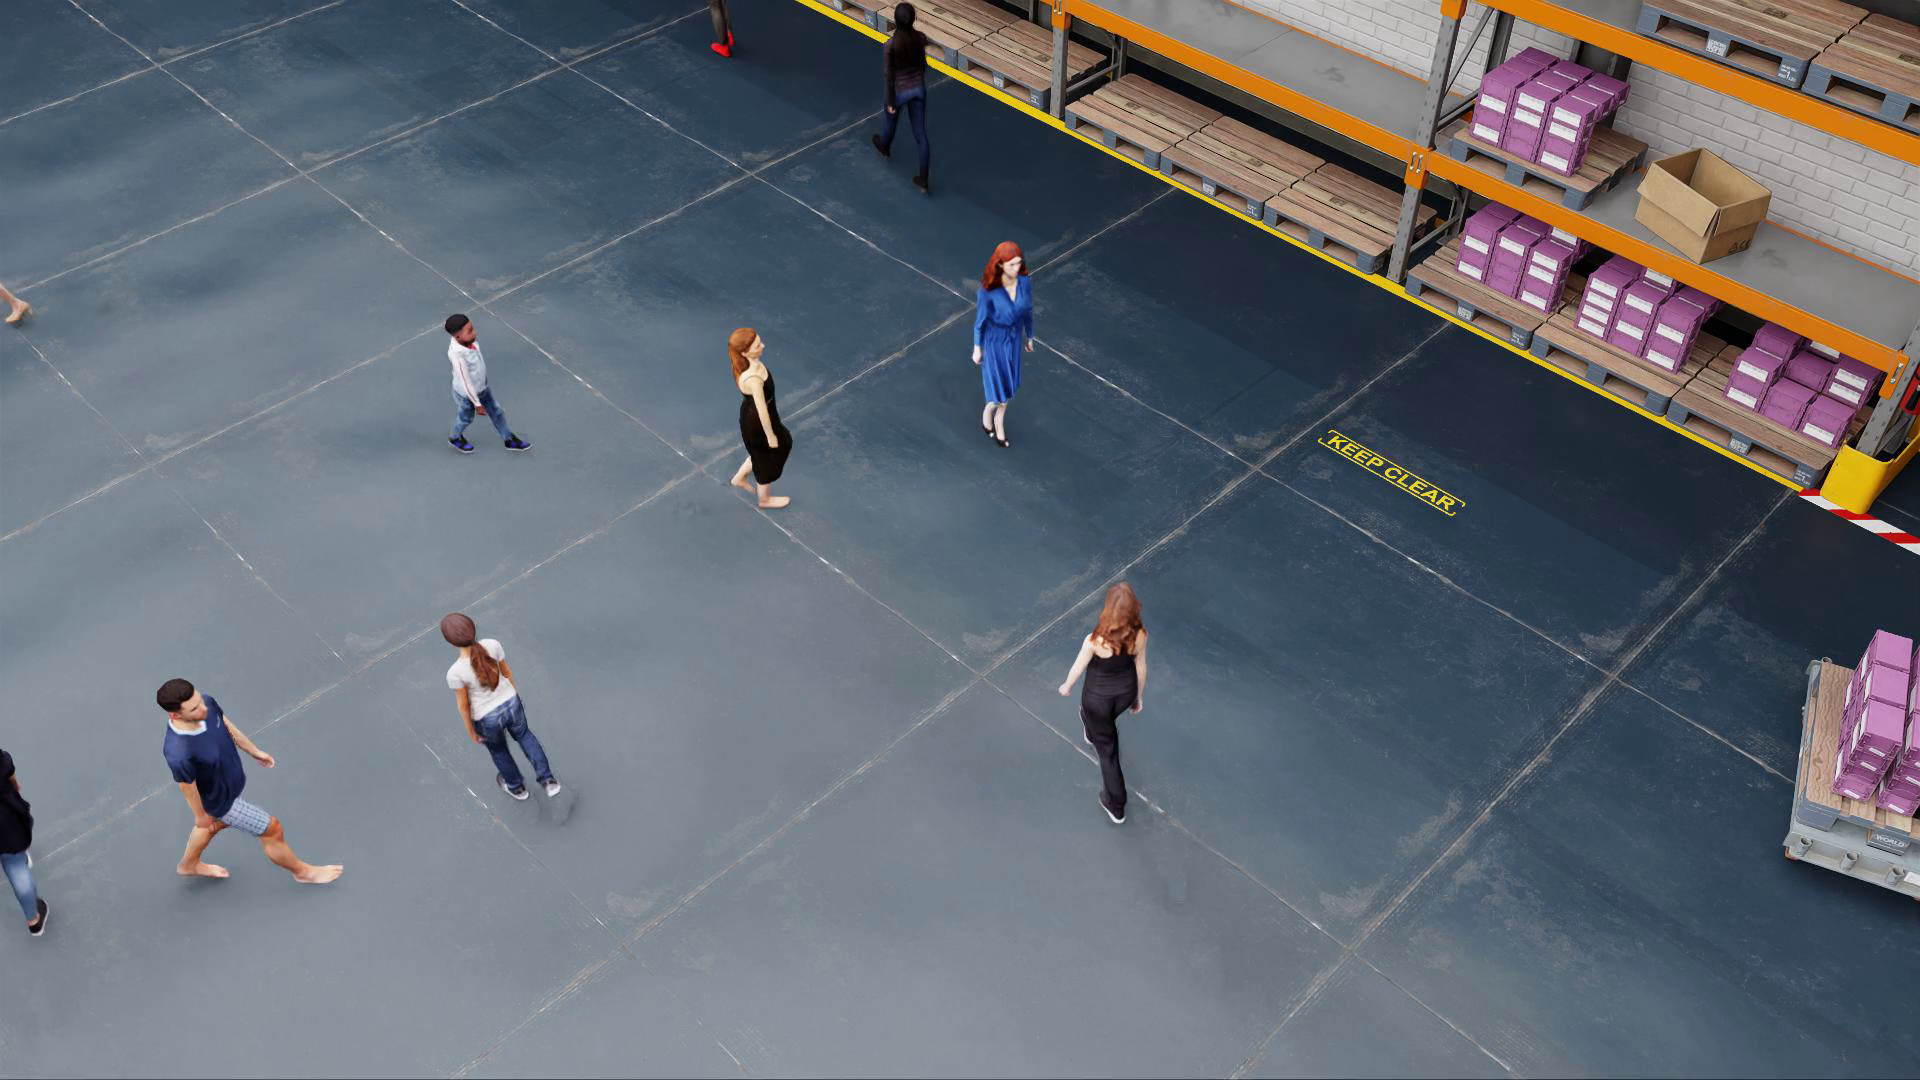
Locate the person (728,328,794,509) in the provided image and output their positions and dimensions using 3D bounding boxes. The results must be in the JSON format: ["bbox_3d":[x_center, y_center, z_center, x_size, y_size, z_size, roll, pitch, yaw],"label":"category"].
[{"bbox_3d":[-1.509,-0.827,11.818,0.825,1.610,0.776,-6,44,-6],"label":"person"}]

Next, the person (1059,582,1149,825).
[{"bbox_3d":[0.916,1.005,9.831,0.919,1.699,1.176,-14,45,-15],"label":"person"}]

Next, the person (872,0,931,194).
[{"bbox_3d":[-0.431,-3.969,15.055,0.873,1.694,1.254,-20,47,-20],"label":"person"}]

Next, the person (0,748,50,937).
[{"bbox_3d":[-5.396,1.610,9.231,0.895,1.651,1.076,-15,46,-15],"label":"person"}]

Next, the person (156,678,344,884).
[{"bbox_3d":[-4.245,1.397,9.341,1.155,1.806,1.181,-6,44,-6],"label":"person"}]

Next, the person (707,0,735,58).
[{"bbox_3d":[-2.431,-5.738,16.836,0.658,1.798,0.567,-34,53,-30],"label":"person"}]

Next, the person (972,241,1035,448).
[{"bbox_3d":[0.269,-1.472,12.345,0.713,1.818,0.742,-23,48,-22],"label":"person"}]

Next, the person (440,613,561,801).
[{"bbox_3d":[-2.736,1.036,9.909,0.557,1.546,0.739,-33,53,-30],"label":"person"}]

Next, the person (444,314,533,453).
[{"bbox_3d":[-3.700,-1.143,12.417,0.928,1.242,0.770,8,44,9],"label":"person"}]
